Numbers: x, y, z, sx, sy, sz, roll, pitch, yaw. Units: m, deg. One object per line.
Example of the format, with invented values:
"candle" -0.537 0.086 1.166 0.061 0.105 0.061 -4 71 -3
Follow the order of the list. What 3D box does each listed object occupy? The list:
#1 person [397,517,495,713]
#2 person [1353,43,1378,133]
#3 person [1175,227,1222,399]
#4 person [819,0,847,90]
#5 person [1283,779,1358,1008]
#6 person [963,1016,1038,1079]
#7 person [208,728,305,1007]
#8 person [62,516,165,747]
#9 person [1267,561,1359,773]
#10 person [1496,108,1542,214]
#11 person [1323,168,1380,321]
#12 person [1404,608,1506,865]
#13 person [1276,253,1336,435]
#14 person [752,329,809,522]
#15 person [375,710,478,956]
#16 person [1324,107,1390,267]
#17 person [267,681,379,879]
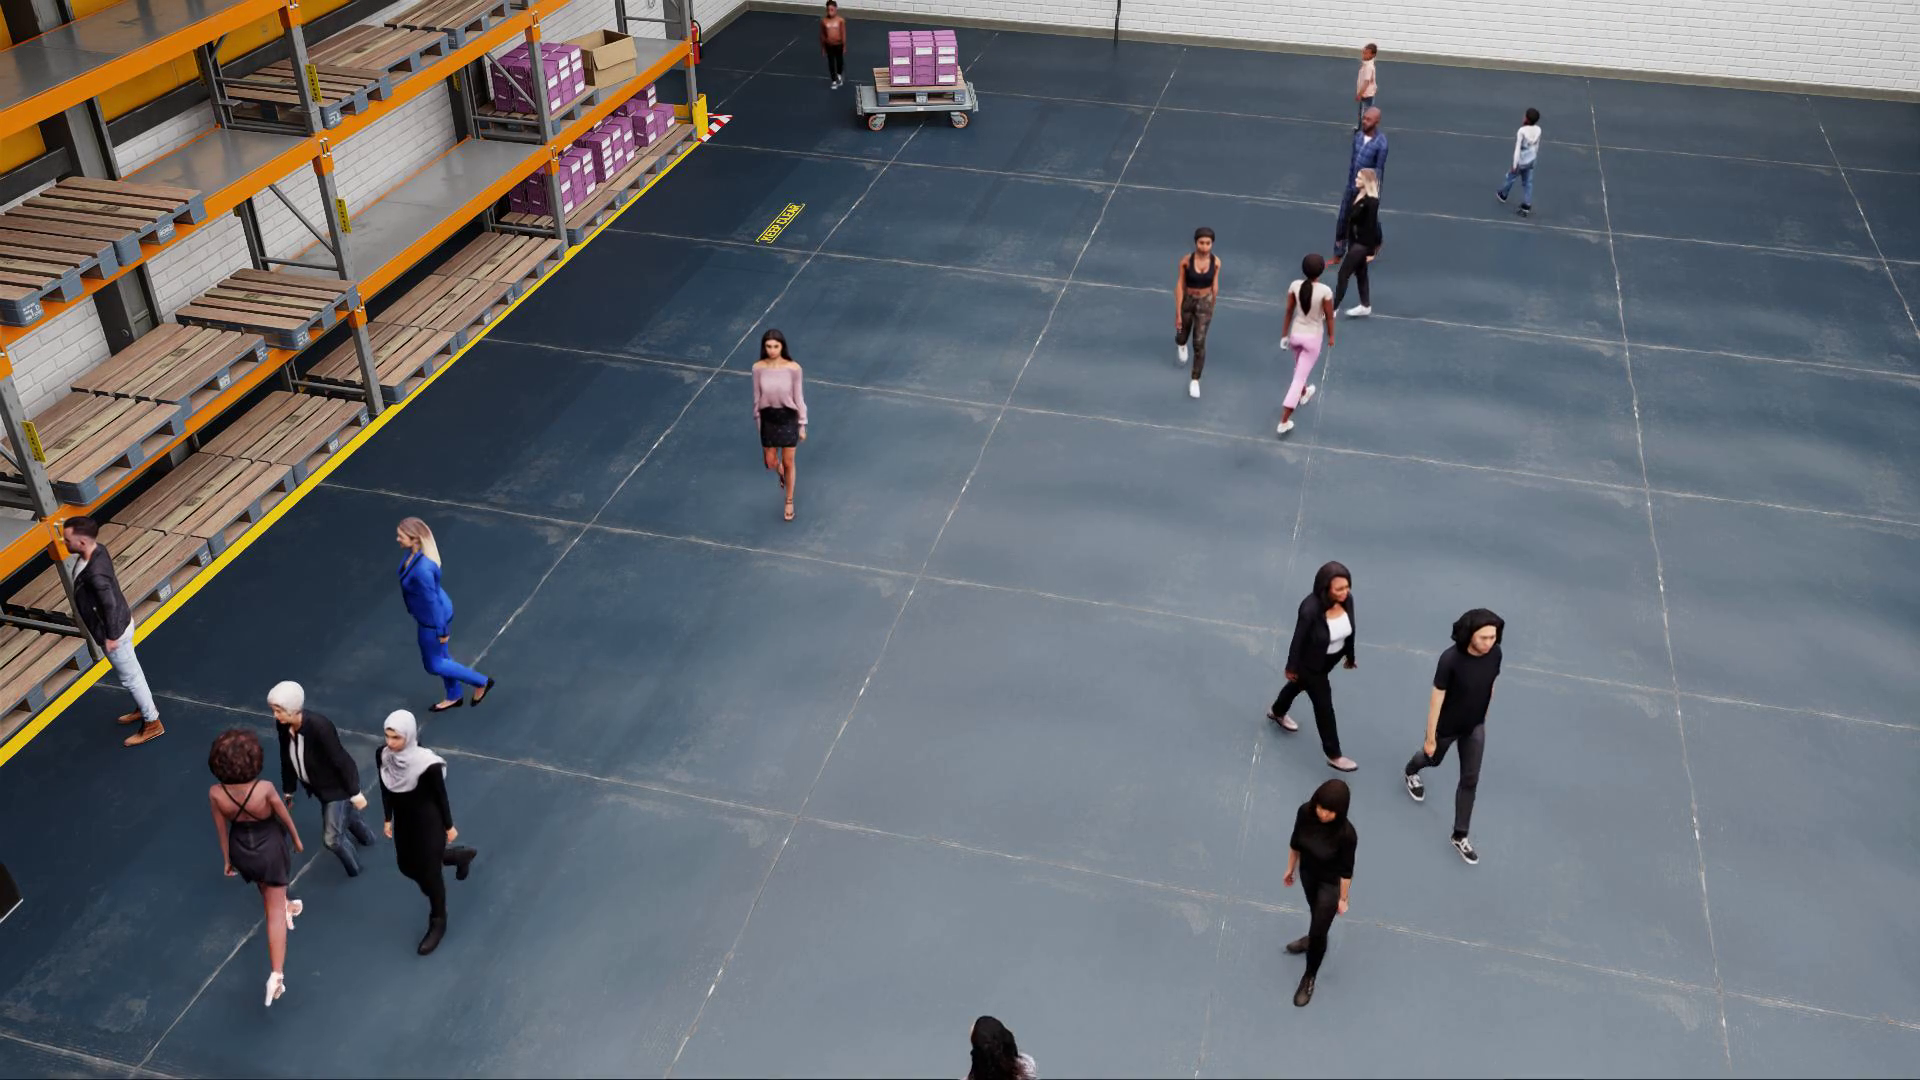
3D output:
"person" -3.679 0.536 11.961 0.874 1.687 0.821 -12 36 -18
"person" 5.402 -5.962 22.088 0.896 1.298 0.531 9 35 14
"person" 2.284 -2.286 16.220 0.710 1.673 1.082 1 34 2
"person" -1.803 -7.133 23.898 0.577 1.246 0.604 2 34 3
"person" 2.170 1.970 9.870 0.878 1.613 0.790 -21 39 -29
"person" 0.212 3.034 8.176 0.866 1.717 0.943 -14 36 -19
"person" -4.123 1.948 9.787 0.864 1.743 1.198 -5 34 -7
"person" -5.962 0.610 11.715 0.790 1.837 0.721 -16 37 -23
"person" 2.444 0.802 11.665 1.140 1.572 1.106 -25 41 -33
"person" 6.822 -4.549 20.023 0.745 1.230 0.930 -8 34 -12
"person" 4.278 -3.092 17.443 0.930 1.661 0.971 -6 34 -9
"person" 3.231 1.147 10.943 1.030 1.796 1.259 -8 34 -11
"person" 3.181 -1.793 15.460 0.881 1.692 1.220 23 40 30
"person" -1.516 -1.016 14.192 0.710 1.801 0.812 1 34 2
"person" -3.242 1.692 10.155 0.683 1.762 0.956 12 35 17
"person" 4.584 -3.958 18.640 1.243 1.778 1.099 -23 40 -31
"person" -3.989 1.563 10.848 0.890 1.764 0.855 23 40 30
